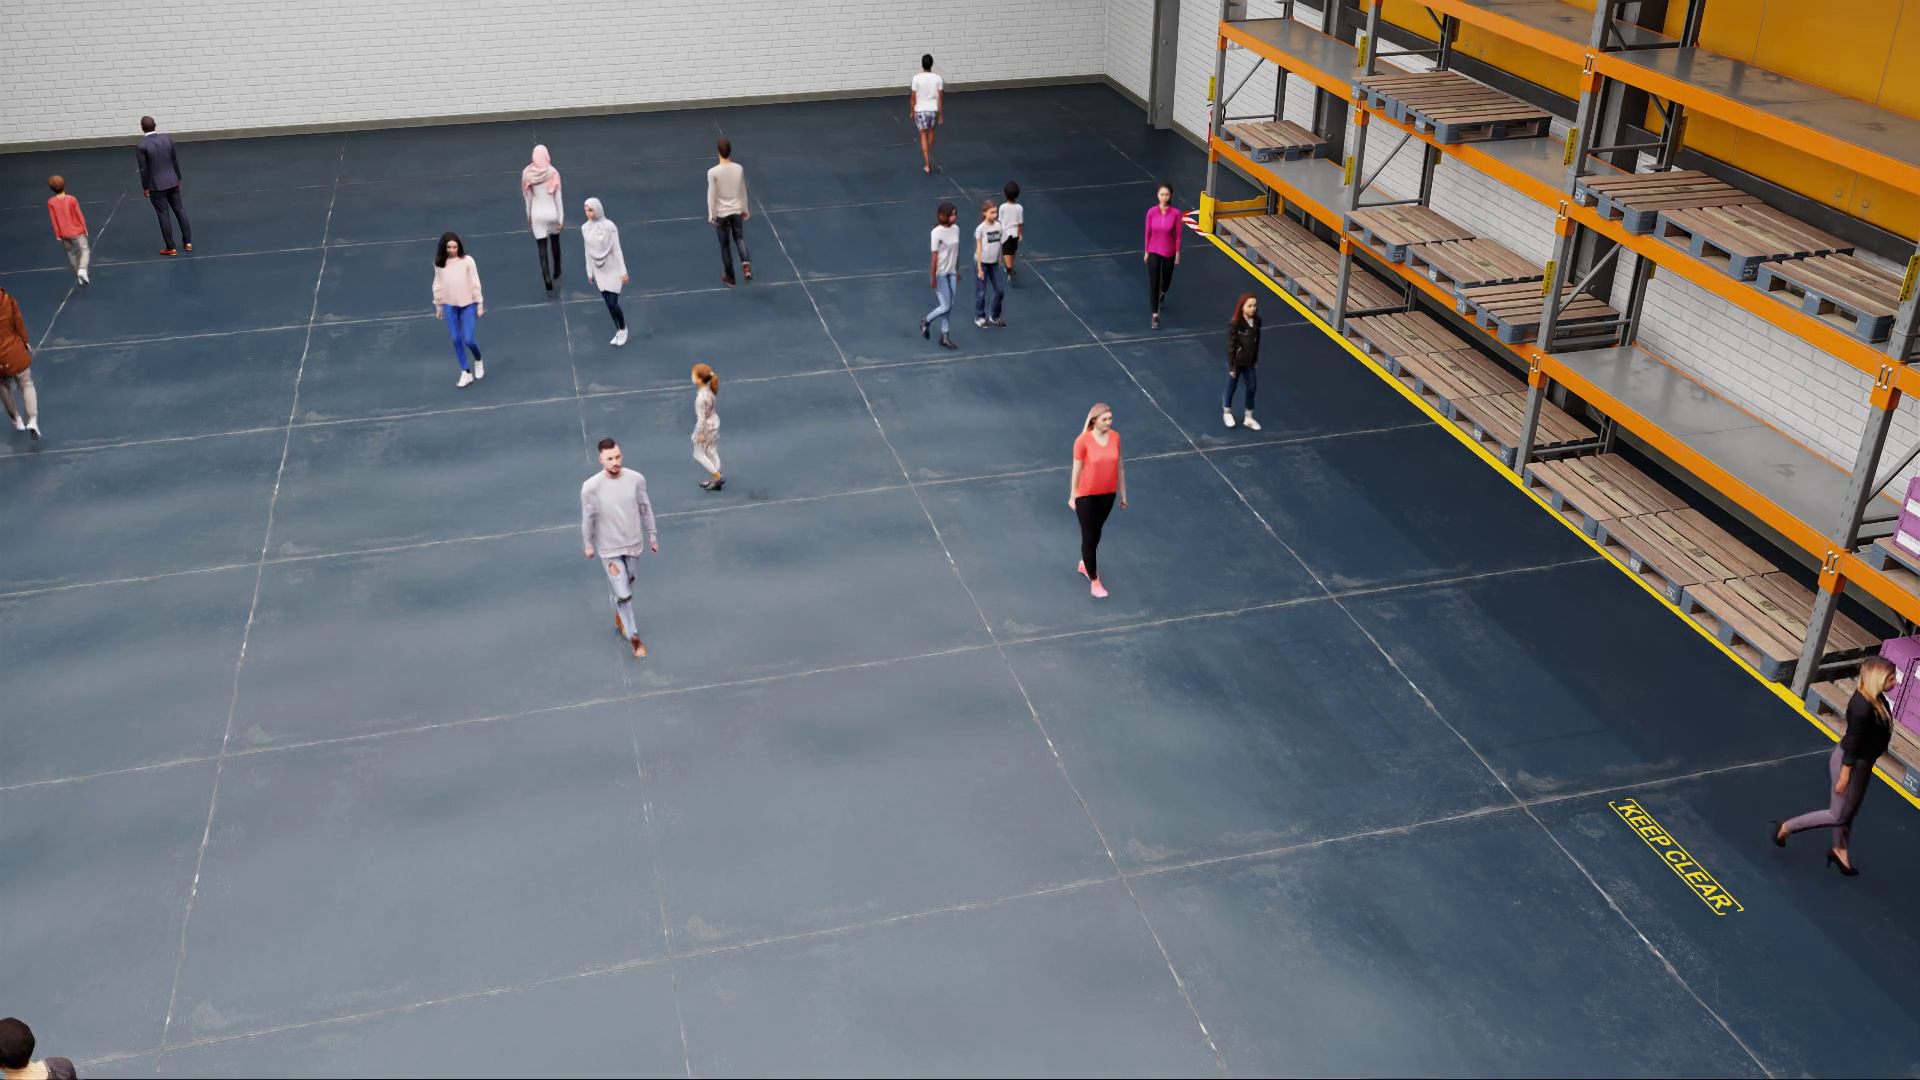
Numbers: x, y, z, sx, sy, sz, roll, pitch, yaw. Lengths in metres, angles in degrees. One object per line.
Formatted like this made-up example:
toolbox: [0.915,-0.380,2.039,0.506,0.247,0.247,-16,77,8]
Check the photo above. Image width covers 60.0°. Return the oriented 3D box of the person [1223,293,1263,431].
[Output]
person: [2.848,-1.863,17.069,0.620,1.465,0.724,-11,30,-19]

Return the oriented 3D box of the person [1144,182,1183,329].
person: [2.391,-3.404,19.682,0.830,1.667,1.169,2,29,3]

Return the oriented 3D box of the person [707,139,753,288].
person: [-2.832,-4.013,20.601,0.786,1.857,0.877,-18,33,-29]

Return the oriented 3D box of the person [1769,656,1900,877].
person: [5.699,1.461,10.773,0.939,1.658,0.868,17,33,29]

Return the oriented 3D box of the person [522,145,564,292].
person: [-5.139,-3.951,20.576,0.697,1.772,1.168,-5,29,-9]

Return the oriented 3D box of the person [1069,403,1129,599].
person: [1.113,-0.407,14.180,0.743,1.675,0.957,-13,31,-23]

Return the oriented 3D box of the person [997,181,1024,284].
person: [0.636,-3.871,20.980,0.471,1.244,0.825,-7,29,-13]

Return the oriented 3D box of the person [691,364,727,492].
person: [-2.328,-1.054,15.757,0.695,1.301,0.615,7,29,13]

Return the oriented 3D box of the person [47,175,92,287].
person: [-11.094,-3.835,20.741,0.514,1.410,0.723,-8,29,-13]

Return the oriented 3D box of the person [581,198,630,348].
person: [-3.968,-3.067,18.976,0.763,1.752,0.809,11,31,20]

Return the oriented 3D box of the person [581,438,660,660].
person: [-2.749,-0.005,13.306,0.901,1.807,1.151,-16,32,-27]

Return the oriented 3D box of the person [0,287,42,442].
person: [-9.575,-1.845,16.670,0.862,1.814,1.167,-15,32,-25]

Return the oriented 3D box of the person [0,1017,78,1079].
person: [-4.287,2.984,7.938,0.992,1.700,1.012,9,30,16]

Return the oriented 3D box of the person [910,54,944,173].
person: [-0.498,-6.422,25.204,0.671,1.678,1.131,-6,29,-10]

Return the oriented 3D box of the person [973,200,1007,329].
person: [0.274,-3.262,19.550,0.617,1.544,0.679,-14,32,-24]

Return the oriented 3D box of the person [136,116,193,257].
person: [-10.455,-4.660,21.821,0.825,1.824,0.791,20,34,32]

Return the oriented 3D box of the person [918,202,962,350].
person: [-0.234,-3.025,18.942,0.867,1.710,0.796,22,36,35]

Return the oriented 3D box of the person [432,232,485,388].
person: [-5.377,-2.533,17.999,0.781,1.749,0.786,3,29,6]
